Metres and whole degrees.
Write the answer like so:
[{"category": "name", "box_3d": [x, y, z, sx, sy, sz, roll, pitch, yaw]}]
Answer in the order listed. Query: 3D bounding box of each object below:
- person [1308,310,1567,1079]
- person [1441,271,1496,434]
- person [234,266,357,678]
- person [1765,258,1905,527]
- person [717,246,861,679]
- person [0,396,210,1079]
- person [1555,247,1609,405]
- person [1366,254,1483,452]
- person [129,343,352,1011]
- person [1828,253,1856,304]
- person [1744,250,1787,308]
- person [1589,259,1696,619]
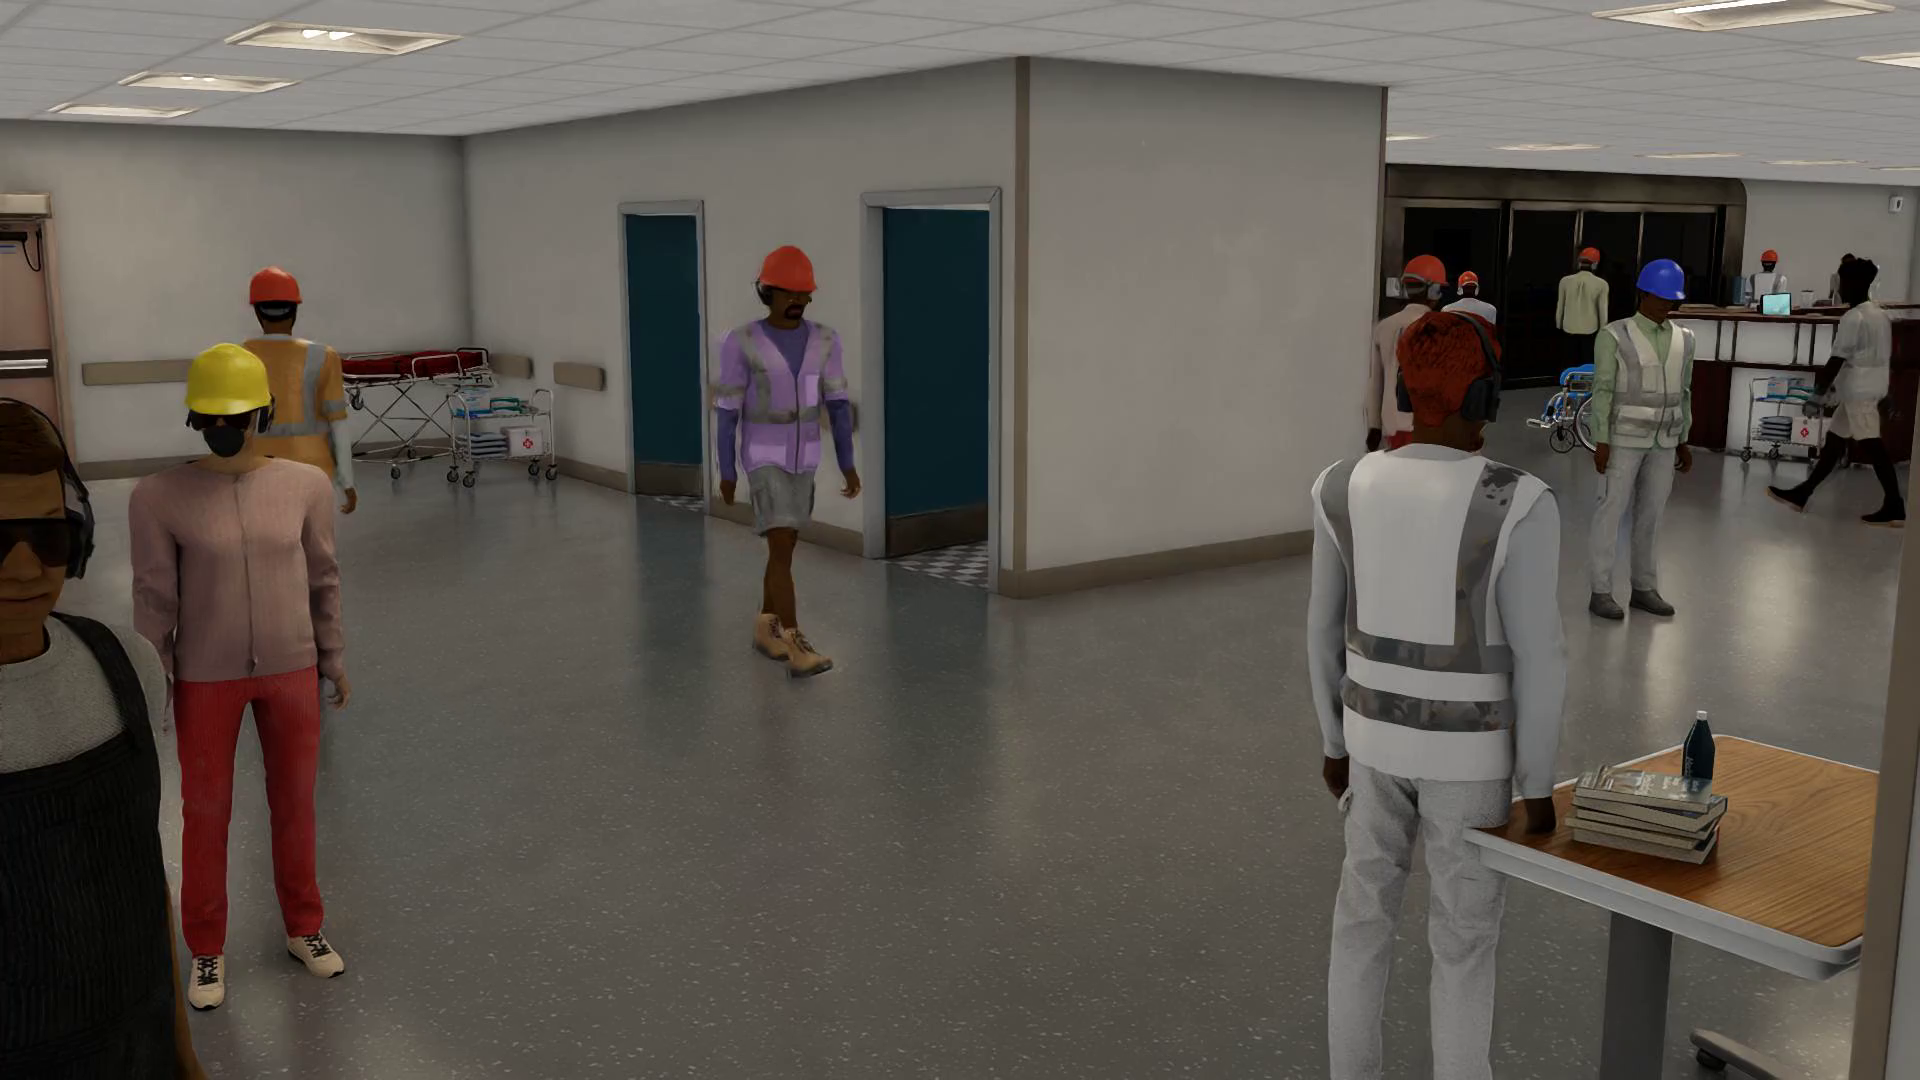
[{"category": "person", "box_3d": [1.012, 0.457, 3.570, 0.574, 1.882, 0.356, 10, 14, 43]}, {"category": "person", "box_3d": [5.098, -1.831, 16.767, 0.566, 1.743, 0.361, 2, 10, 12]}, {"category": "person", "box_3d": [-3.097, -0.294, 7.677, 0.570, 1.922, 0.500, -2, 10, -11]}, {"category": "person", "box_3d": [6.448, -1.076, 12.069, 1.050, 1.900, 0.612, 10, 14, 43]}, {"category": "person", "box_3d": [-0.762, -0.356, 7.789, 0.609, 2.000, 0.980, -7, 12, -35]}, {"category": "person", "box_3d": [-1.154, 0.739, 2.092, 0.332, 1.843, 0.516, 4, 11, 21]}, {"category": "person", "box_3d": [7.664, -2.618, 20.524, 0.647, 1.973, 0.729, 6, 12, 31]}, {"category": "person", "box_3d": [2.728, -0.697, 9.824, 0.886, 1.955, 0.624, -5, 11, -27]}, {"category": "person", "box_3d": [-1.901, 0.359, 4.449, 0.533, 1.765, 0.321, -8, 13, -36]}, {"category": "person", "box_3d": [14.580, -3.780, 27.388, 0.532, 1.859, 0.356, 1, 10, 7]}, {"category": "person", "box_3d": [11.661, -3.231, 24.107, 0.546, 1.929, 0.387, 8, 13, 39]}, {"category": "person", "box_3d": [3.694, -0.542, 9.005, 0.602, 1.938, 0.400, -3, 10, -14]}]
